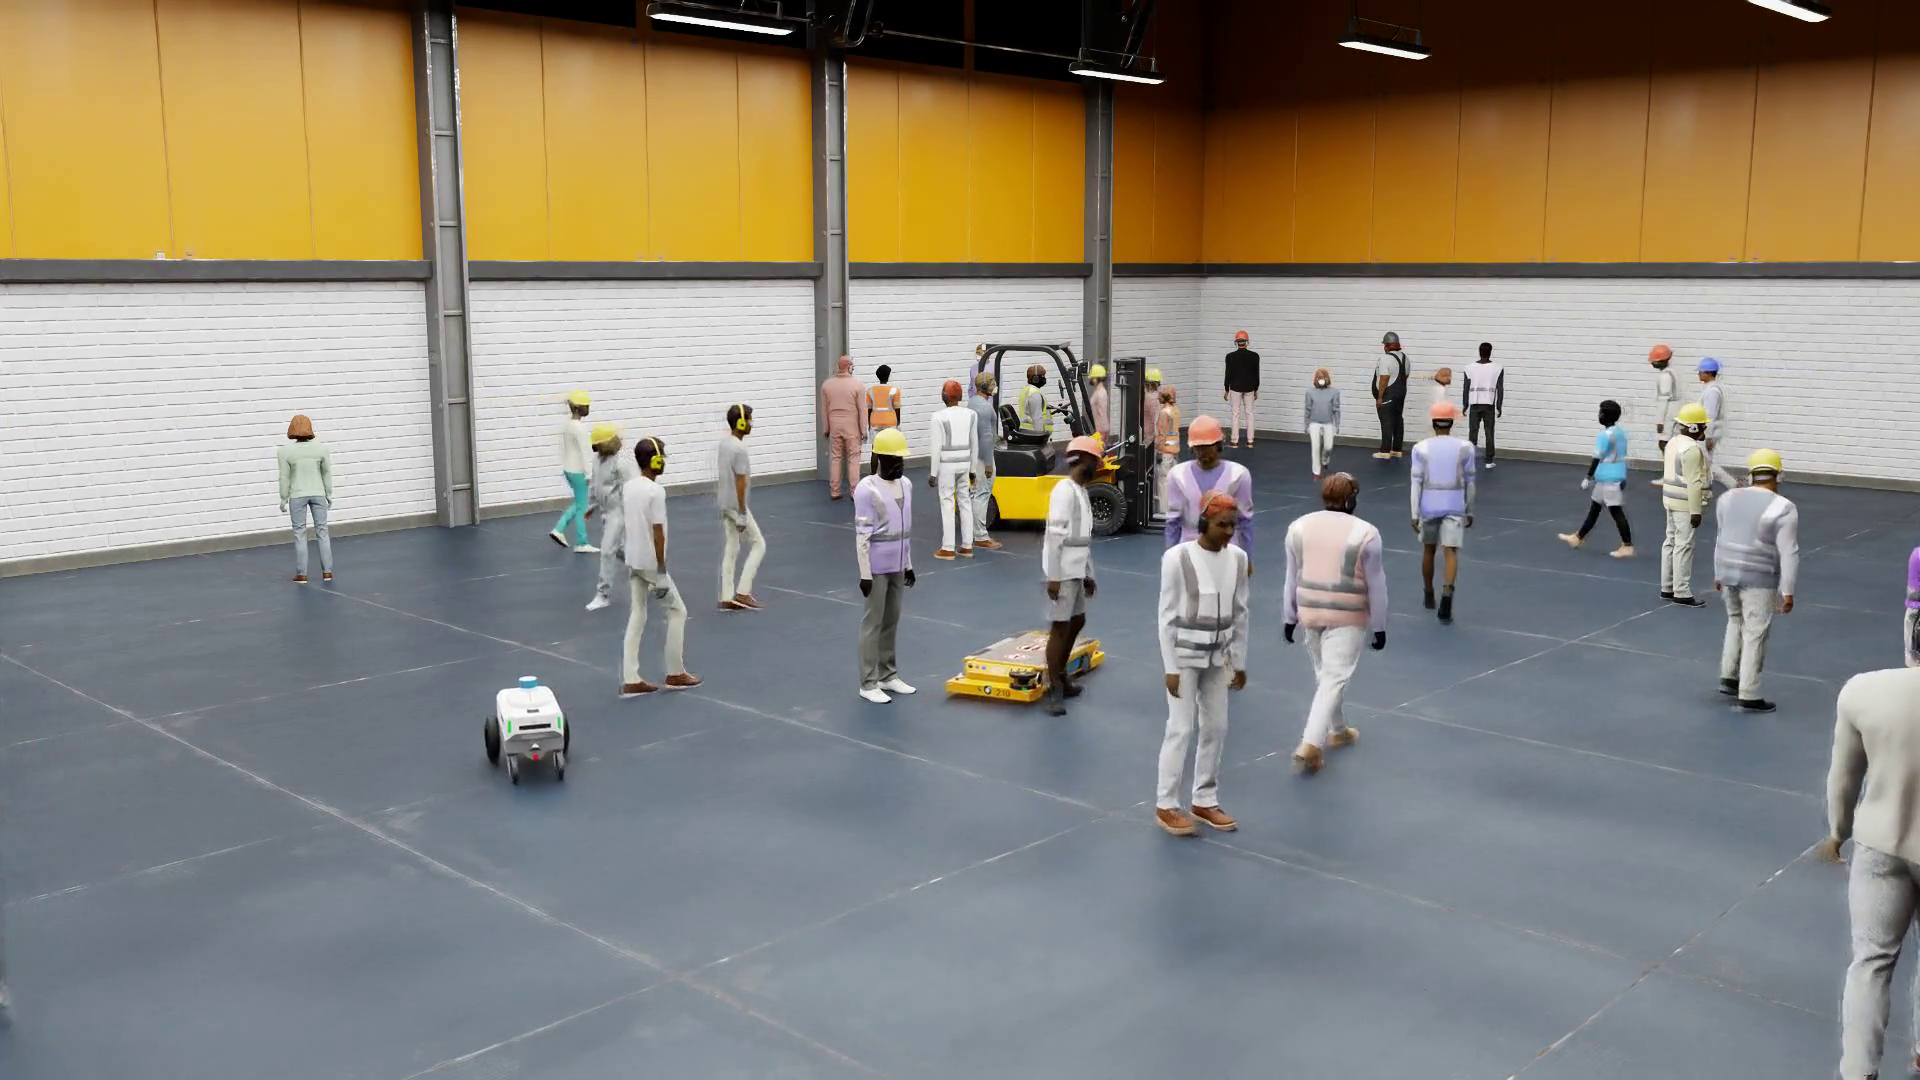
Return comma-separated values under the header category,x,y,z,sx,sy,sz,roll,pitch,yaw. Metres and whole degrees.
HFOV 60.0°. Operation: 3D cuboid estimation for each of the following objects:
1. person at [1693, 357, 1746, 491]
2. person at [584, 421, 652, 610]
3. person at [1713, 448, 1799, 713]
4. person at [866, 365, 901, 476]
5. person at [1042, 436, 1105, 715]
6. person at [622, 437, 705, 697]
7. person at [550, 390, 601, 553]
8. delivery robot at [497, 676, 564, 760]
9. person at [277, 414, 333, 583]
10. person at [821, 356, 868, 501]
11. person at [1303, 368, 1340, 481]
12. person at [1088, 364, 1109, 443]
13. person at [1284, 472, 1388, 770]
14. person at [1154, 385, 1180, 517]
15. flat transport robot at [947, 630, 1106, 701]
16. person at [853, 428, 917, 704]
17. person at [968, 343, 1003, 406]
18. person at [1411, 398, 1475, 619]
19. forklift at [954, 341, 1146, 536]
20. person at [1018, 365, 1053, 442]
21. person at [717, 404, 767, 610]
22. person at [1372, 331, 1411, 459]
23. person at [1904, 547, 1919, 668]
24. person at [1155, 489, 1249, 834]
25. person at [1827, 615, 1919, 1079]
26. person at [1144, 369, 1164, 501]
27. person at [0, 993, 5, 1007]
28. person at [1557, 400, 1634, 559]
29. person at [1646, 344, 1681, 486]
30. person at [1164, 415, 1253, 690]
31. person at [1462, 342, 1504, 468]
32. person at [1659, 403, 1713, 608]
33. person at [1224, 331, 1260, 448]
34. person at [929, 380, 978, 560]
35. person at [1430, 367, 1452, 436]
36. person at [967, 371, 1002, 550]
category,x,y,z,sx,sy,sz,roll,pitch,yaw
person,9.573,-1.355,21.105,0.721,1.929,0.612,3,10,20
person,-3.060,-0.252,15.004,0.784,1.693,0.574,-9,13,-42
person,5.469,0.269,11.516,0.530,1.796,0.661,-5,11,-29
person,-1.076,-1.622,23.455,0.530,1.689,0.321,3,10,18
person,0.749,0.243,11.442,0.369,1.887,0.671,4,10,21
person,-2.149,0.183,11.899,0.758,1.841,0.563,-9,13,-44
person,-4.096,-0.721,17.724,0.454,1.759,0.539,-5,11,-28
delivery robot,-2.614,1.074,10.097,0.477,0.478,0.707,-3,10,-19
person,-6.332,-0.399,16.110,0.498,1.634,0.278,-6,11,-34
person,-1.488,-1.460,21.796,0.651,1.904,0.403,4,10,22
person,5.188,-1.660,23.888,0.515,1.616,0.419,2,9,12
person,1.851,-1.489,22.441,0.345,1.775,0.526,0,9,0
person,2.285,0.481,10.224,0.642,1.805,0.943,8,12,40
person,2.514,-1.063,20.193,0.311,1.634,0.522,4,10,25
flat transport robot,0.512,0.907,12.275,0.652,0.197,1.431,5,10,26
person,-0.506,0.171,11.721,0.388,1.926,0.590,6,11,33
person,0.353,-1.940,24.634,0.629,1.940,0.373,9,13,43
person,4.216,-0.280,14.566,0.549,1.910,0.858,3,10,16
forklift,0.977,-1.223,19.452,2.313,2.155,1.214,2,9,11
person,0.946,-1.257,20.746,0.429,1.844,0.624,-2,9,-12
person,-1.943,-0.284,14.771,0.492,1.853,0.515,-6,11,-33
person,6.873,-2.330,26.711,0.684,2.000,0.535,-8,12,-39
person,5.276,0.653,8.802,0.547,1.908,0.724,6,11,33
person,1.308,0.651,8.937,0.600,1.873,0.402,-6,11,-33
person,3.428,1.132,5.959,0.638,1.900,1.008,7,12,36
person,2.483,-1.333,21.512,0.563,1.750,0.544,0,9,-3
person,-4.253,1.049,6.734,0.949,1.809,0.540,6,11,33
person,6.767,-0.648,17.575,0.893,1.645,0.551,7,12,37
person,9.898,-1.727,23.169,0.726,1.992,0.676,5,10,27
person,1.762,0.106,11.861,0.624,2.012,0.540,3,10,16
person,7.990,-2.060,25.431,0.611,1.917,0.411,3,10,19
person,6.553,-0.316,14.994,0.403,1.835,0.588,0,9,2
person,4.774,-2.551,28.220,0.612,1.990,0.392,-1,9,-6
person,-0.068,-0.732,17.390,0.584,1.882,0.337,-7,11,-35
person,6.928,-1.691,24.054,0.392,1.614,0.519,1,9,8
person,0.247,-0.868,18.054,0.356,1.938,0.638,-2,9,-12
